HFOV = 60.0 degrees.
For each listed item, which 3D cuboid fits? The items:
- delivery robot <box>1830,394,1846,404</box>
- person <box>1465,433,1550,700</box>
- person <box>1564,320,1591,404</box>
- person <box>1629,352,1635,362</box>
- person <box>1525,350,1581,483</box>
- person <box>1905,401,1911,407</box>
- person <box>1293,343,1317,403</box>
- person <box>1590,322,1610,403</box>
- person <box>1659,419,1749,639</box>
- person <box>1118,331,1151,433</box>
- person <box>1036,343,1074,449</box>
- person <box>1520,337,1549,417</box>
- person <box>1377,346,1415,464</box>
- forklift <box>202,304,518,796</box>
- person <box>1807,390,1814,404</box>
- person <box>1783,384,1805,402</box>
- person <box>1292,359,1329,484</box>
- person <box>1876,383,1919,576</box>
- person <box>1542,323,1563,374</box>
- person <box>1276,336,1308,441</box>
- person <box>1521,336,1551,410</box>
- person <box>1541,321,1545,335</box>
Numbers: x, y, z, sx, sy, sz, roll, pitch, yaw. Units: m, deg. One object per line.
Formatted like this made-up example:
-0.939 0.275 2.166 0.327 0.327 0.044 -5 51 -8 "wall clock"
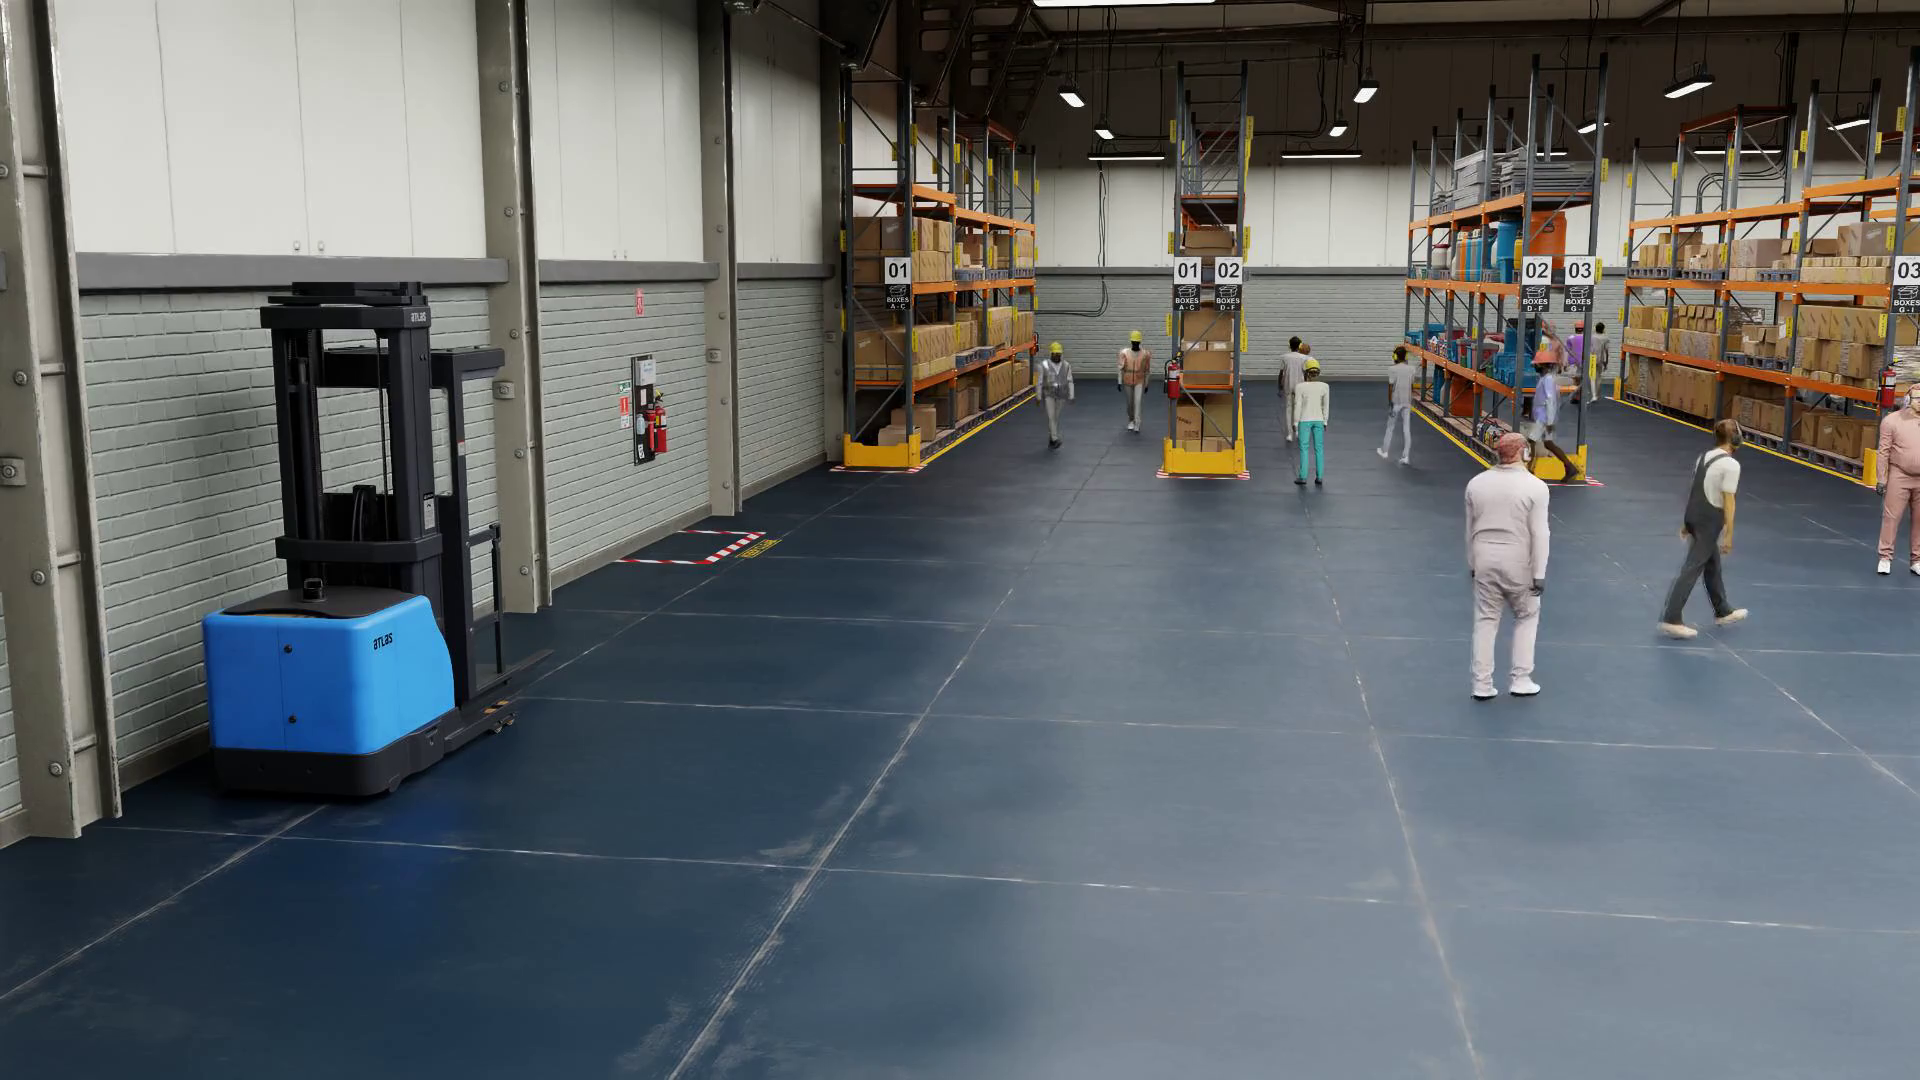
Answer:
19.240 -3.162 36.281 0.477 0.478 0.707 2 9 14 "delivery robot"
3.841 0.192 11.725 0.664 1.875 0.607 9 13 44 "person"
13.923 -4.007 37.488 0.551 1.913 0.824 1 9 8 "person"
16.743 -4.461 41.132 0.285 1.631 0.501 -3 10 -20 "person"
8.330 -1.734 23.522 0.944 1.905 0.556 3 10 15 "person"
11.495 -1.143 19.898 0.589 1.890 0.715 0 9 -2 "person"
6.641 -3.006 32.228 0.517 1.616 0.766 2 9 13 "person"
14.646 -4.092 38.287 0.534 1.831 0.966 2 10 15 "person"
6.256 -0.105 13.780 0.974 1.773 0.621 -1 9 -6 "person"
3.281 -2.990 31.315 0.590 1.883 0.988 2 9 10 "person"
1.644 -2.436 28.161 0.623 1.782 0.911 -3 10 -15 "person"
11.875 -3.553 34.439 0.609 1.988 0.392 0 9 2 "person"
6.905 -2.138 26.248 0.493 1.812 0.969 -1 9 -8 "person"
-3.673 -0.038 10.147 1.129 2.768 1.873 1 9 9 "forklift"
18.411 -3.626 36.104 0.554 1.595 0.594 7 11 36 "person"
16.251 -3.070 32.363 0.548 1.686 0.449 2 9 10 "person"
4.950 -1.669 23.504 0.535 1.767 0.315 -2 9 -13 "person"
9.431 -0.599 16.470 0.652 1.906 0.405 2 10 14 "person"
12.847 -3.814 36.404 0.654 1.876 0.823 1 9 7 "person"
5.910 -2.698 29.630 0.537 1.840 0.759 2 9 10 "person"
12.231 -3.667 35.461 0.631 1.883 1.030 -4 10 -24 "person"
13.019 -3.993 37.531 0.588 1.861 0.999 6 11 32 "person"
